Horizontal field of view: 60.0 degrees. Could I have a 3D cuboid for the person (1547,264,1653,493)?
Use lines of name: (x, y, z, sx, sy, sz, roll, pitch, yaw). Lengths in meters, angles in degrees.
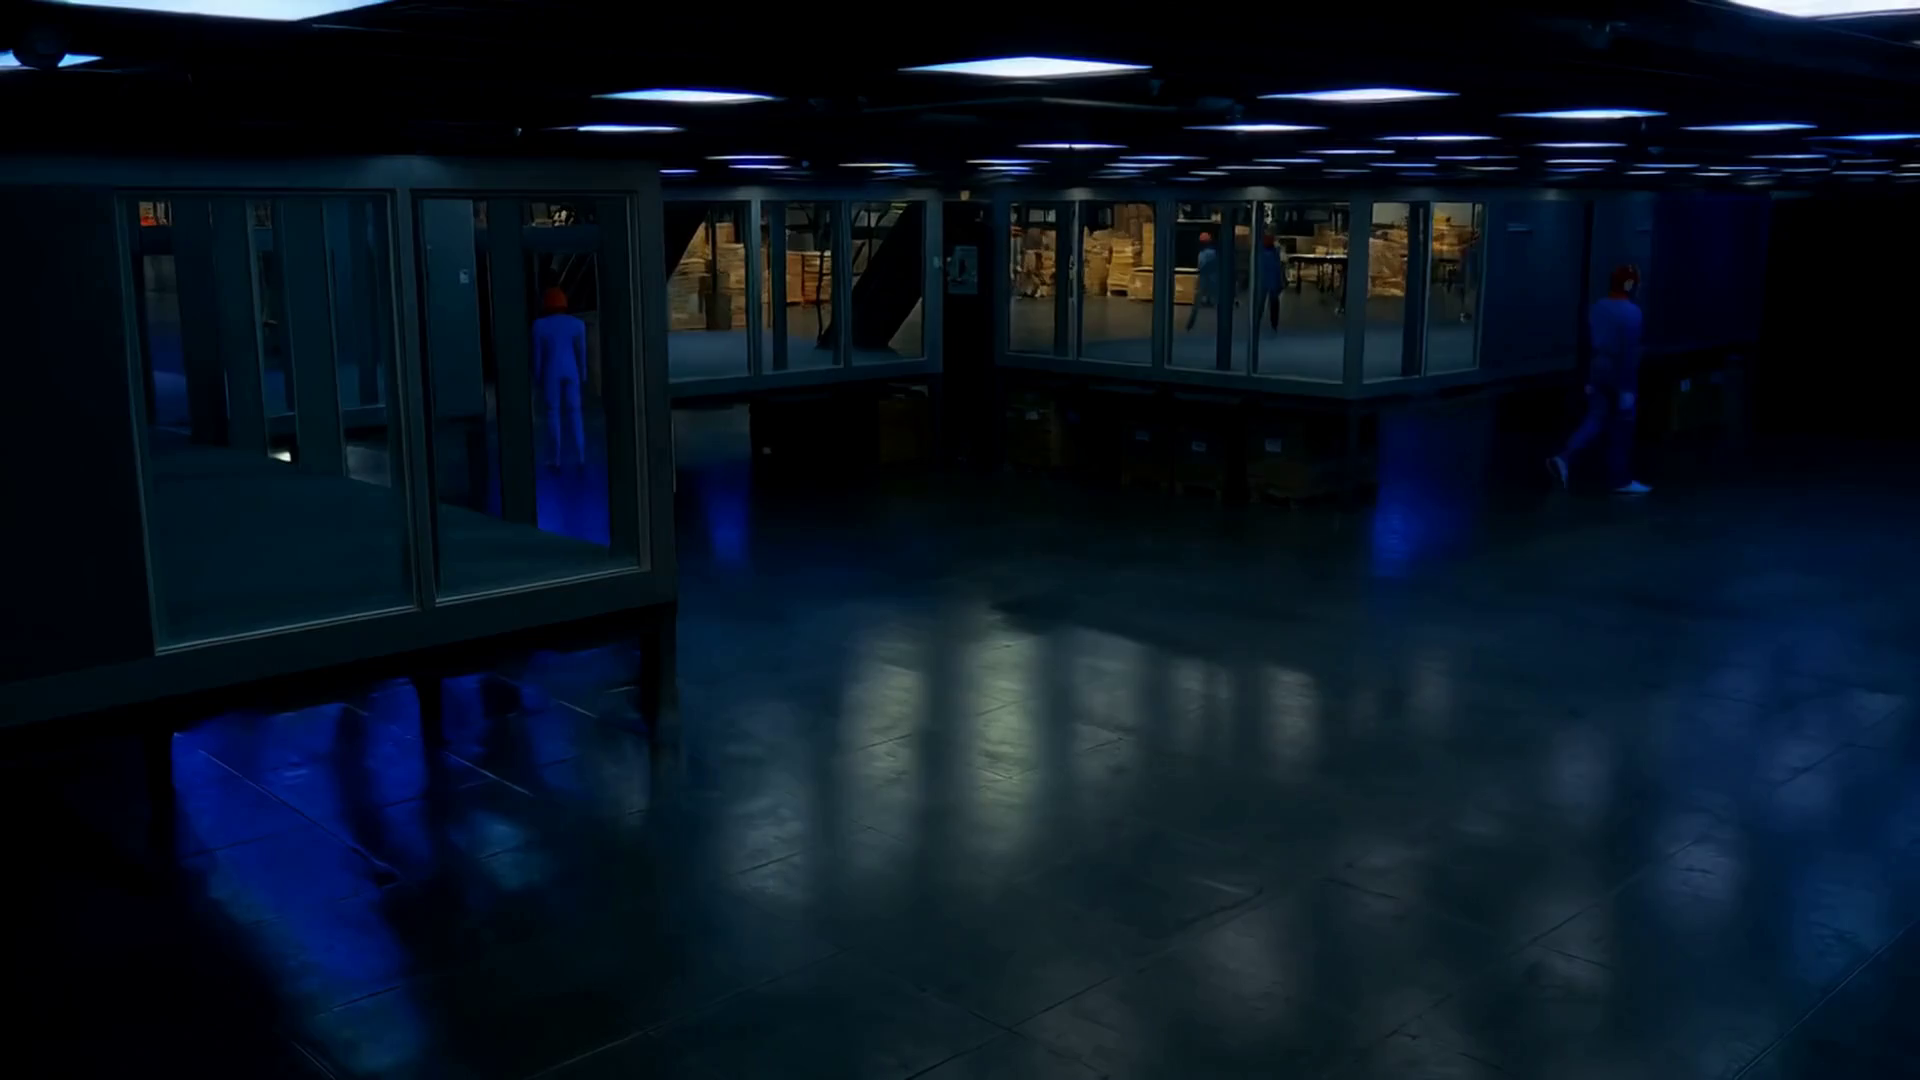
person: (5.290, -1.305, 13.570, 0.787, 1.884, 0.650, -2, 11, -9)
